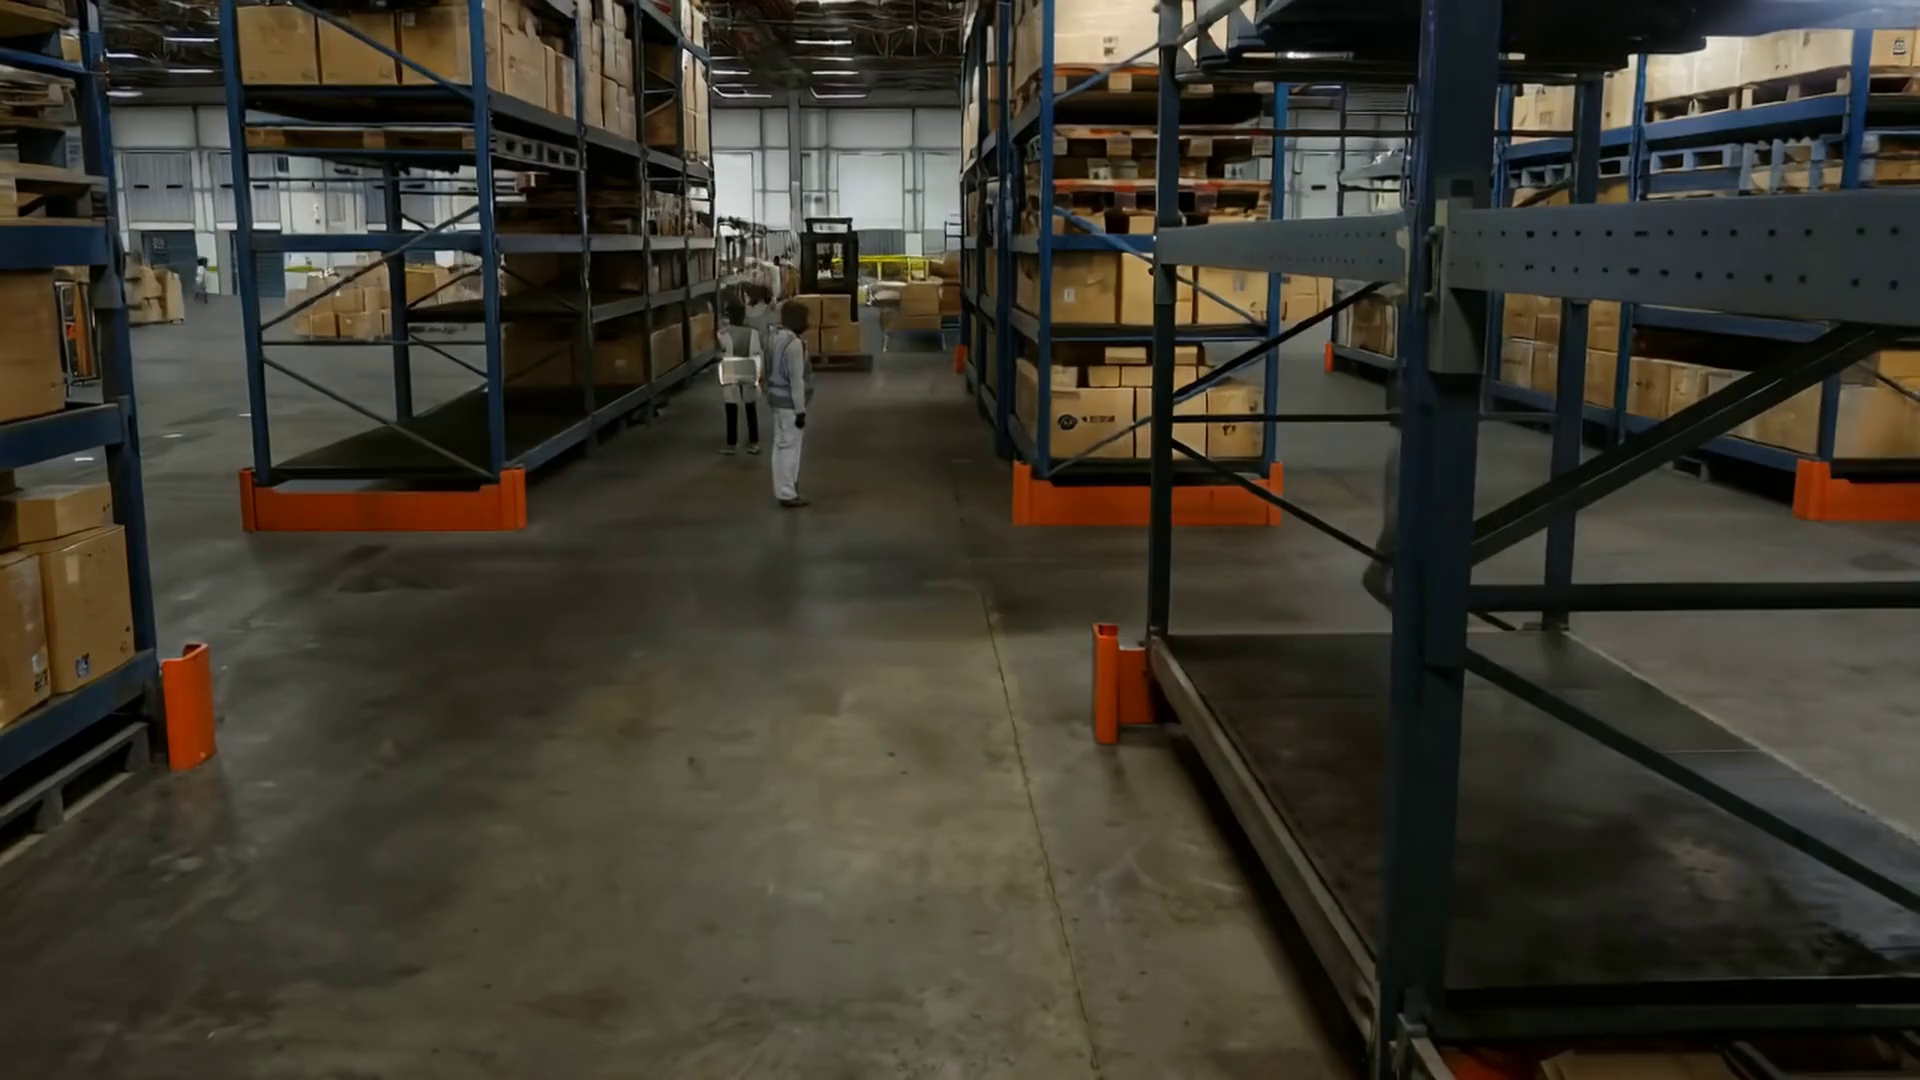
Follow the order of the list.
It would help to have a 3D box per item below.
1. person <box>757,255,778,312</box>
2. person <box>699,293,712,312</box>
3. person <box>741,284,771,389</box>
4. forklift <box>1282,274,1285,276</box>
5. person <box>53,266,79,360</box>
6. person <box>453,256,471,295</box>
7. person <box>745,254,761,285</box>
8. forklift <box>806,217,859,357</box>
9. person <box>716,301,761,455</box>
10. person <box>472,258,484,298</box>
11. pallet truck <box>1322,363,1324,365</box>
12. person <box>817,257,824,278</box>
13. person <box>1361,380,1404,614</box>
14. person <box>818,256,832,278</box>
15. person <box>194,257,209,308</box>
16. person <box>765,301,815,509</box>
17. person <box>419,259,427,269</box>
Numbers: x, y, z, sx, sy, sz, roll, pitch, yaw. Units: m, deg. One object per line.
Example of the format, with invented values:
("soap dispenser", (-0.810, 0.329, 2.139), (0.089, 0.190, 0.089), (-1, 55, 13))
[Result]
("person", (-6.527, -8.552, 55.495), (0.782, 1.906, 0.593), (1, 10, 5))
("person", (-5.289, -4.695, 34.131), (0.437, 1.854, 0.526), (-8, 13, -37))
("person", (-3.254, -3.210, 26.341), (0.544, 1.678, 0.580), (-1, 10, -4))
("forklift", (12.240, -10.302, 62.509), (1.129, 2.768, 1.873), (0, 10, -2))
("person", (-17.714, -4.525, 32.955), (0.545, 1.938, 0.359), (-6, 12, -30))
("person", (-15.672, -7.941, 52.121), (0.870, 1.887, 0.719), (3, 11, 14))
("person", (-7.916, -9.984, 63.503), (0.559, 1.901, 0.962), (-5, 11, -26))
("forklift", (-2.563, -4.990, 32.922), (1.129, 2.768, 1.873), (0, 10, -2))
("person", (-2.450, -1.790, 18.399), (0.541, 1.693, 0.315), (-6, 12, -31))
("person", (-14.562, -7.702, 50.739), (0.662, 1.905, 0.704), (-6, 12, -31))
("pallet truck", (7.712, -4.157, 30.737), (1.885, 1.965, 0.823), (3, 11, 16))
("person", (-4.960, -9.165, 59.169), (0.519, 1.819, 0.861), (-9, 13, -40))
("person", (2.337, -0.046, 8.866), (0.352, 1.619, 0.527), (0, 10, -1))
("person", (-3.714, -6.913, 46.181), (0.361, 1.963, 0.617), (-5, 11, -27))
("person", (-26.704, -9.071, 58.596), (0.433, 1.821, 0.667), (-1, 10, -3))
("person", (-1.488, -1.181, 14.641), (0.430, 1.833, 0.633), (-4, 11, -22))
("person", (-20.267, -9.761, 62.793), (0.318, 1.699, 0.535), (0, 10, 2))
